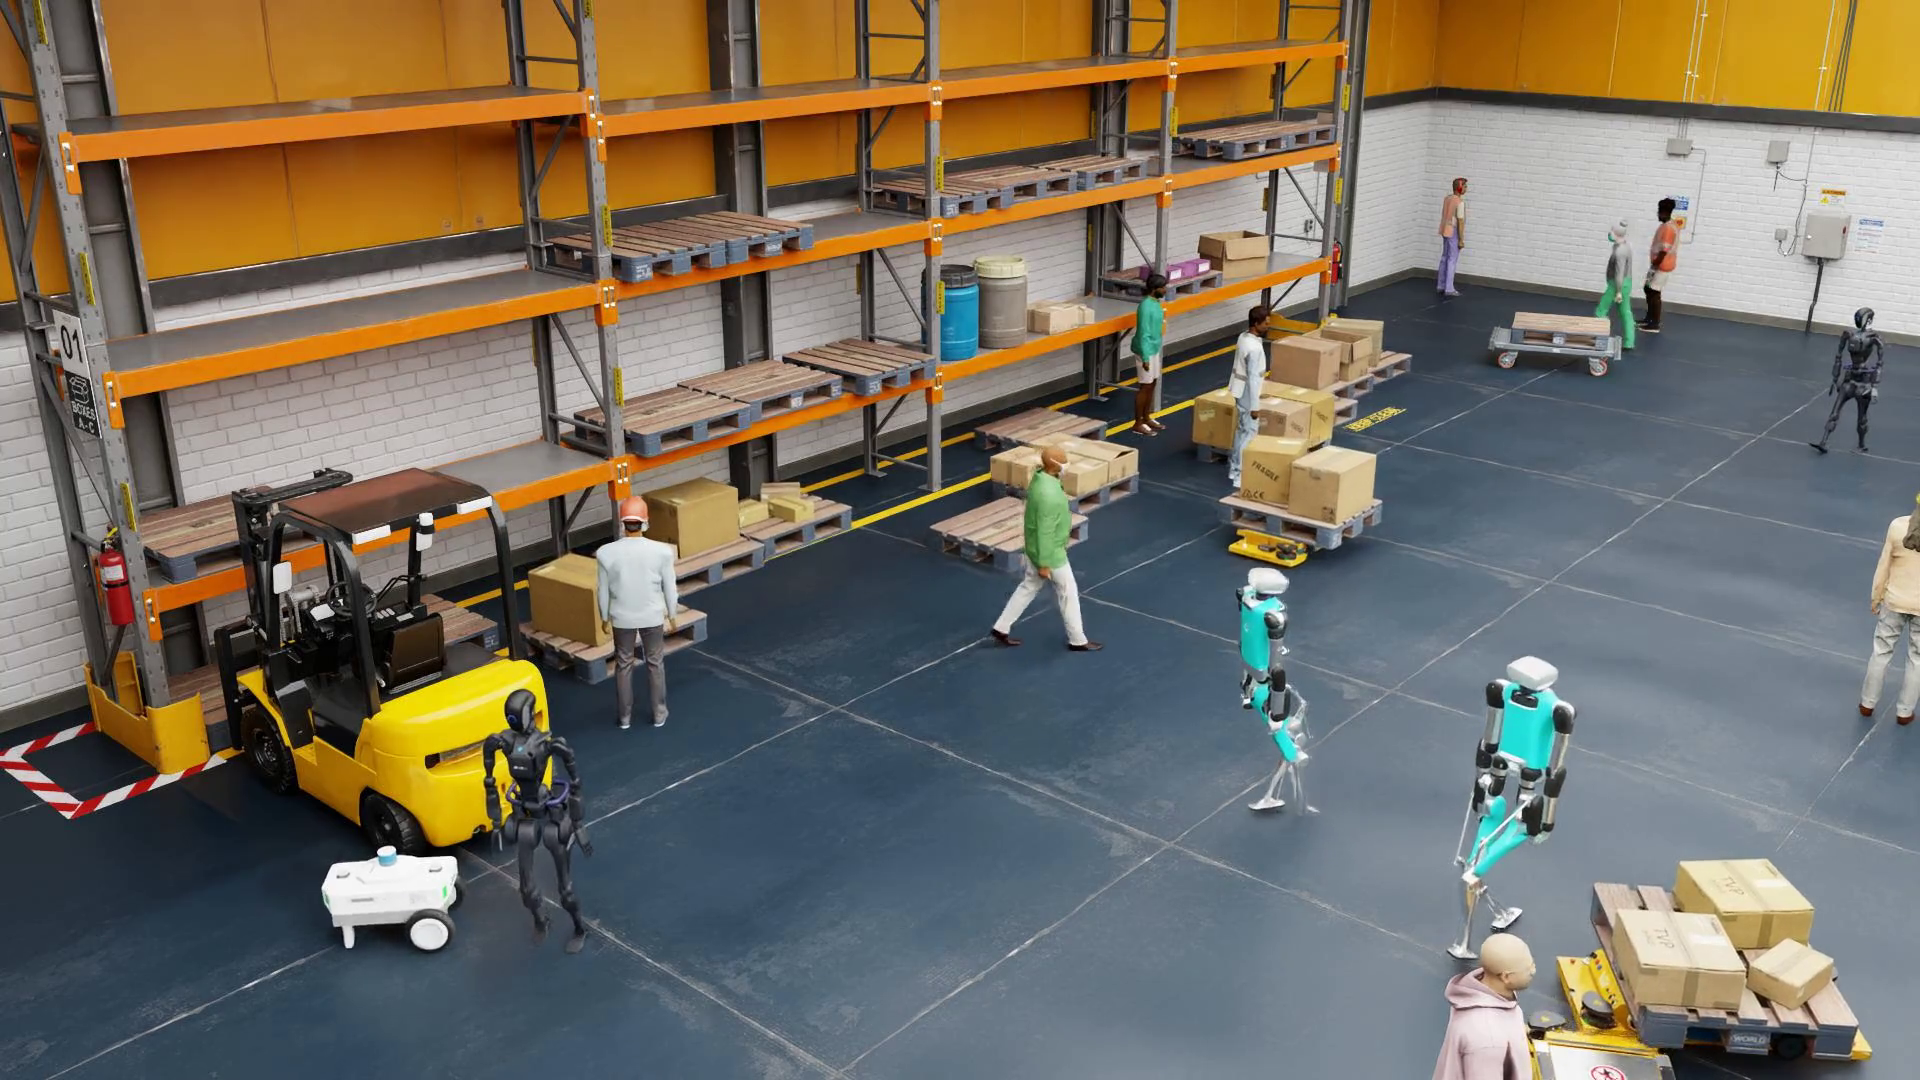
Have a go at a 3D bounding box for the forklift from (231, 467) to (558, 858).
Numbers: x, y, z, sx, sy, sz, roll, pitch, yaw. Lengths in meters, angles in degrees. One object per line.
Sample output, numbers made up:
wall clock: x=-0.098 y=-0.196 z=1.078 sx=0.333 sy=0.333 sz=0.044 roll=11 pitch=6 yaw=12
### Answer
forklift: x=-3.730 y=0.710 z=10.856 sx=2.313 sy=2.155 sz=1.214 roll=17 pitch=26 yaw=38

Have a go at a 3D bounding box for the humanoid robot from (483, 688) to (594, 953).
humanoid robot: x=-2.346 y=1.565 z=9.311 sx=0.599 sy=1.641 sz=0.325 roll=2 pitch=20 yaw=6

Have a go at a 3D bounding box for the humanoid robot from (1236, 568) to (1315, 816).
humanoid robot: x=2.113 y=1.061 z=10.720 sx=0.715 sy=1.905 sz=0.547 roll=-6 pitch=21 yaw=-16

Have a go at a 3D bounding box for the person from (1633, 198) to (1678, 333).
person: x=10.000 y=-3.939 z=23.826 sx=0.464 sy=1.934 sz=0.654 roll=6 pitch=21 yaw=17

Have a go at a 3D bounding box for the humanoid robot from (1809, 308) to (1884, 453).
humanoid robot: x=9.818 y=-1.727 z=18.247 sx=0.741 sy=1.630 sz=0.602 roll=-10 pitch=23 yaw=-26

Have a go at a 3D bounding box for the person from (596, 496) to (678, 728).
person: x=-2.321 y=0.523 z=12.007 sx=0.573 sy=1.740 sz=0.350 roll=-4 pitch=21 yaw=-9

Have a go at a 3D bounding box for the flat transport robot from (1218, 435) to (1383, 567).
flat transport robot: x=3.206 y=-0.077 z=15.760 sx=0.659 sy=0.231 sz=1.431 roll=16 pitch=26 yaw=37

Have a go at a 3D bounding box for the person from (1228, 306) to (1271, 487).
person: x=2.977 y=-1.482 z=17.209 sx=0.394 sy=1.904 sz=0.600 roll=0 pitch=20 yaw=-1

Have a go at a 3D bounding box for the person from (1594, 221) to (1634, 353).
person: x=8.903 y=-3.478 z=22.740 sx=0.893 sy=1.804 sz=0.557 roll=14 pitch=25 yaw=34

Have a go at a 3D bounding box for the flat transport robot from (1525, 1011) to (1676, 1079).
flat transport robot: x=3.124 y=2.799 z=7.968 sx=0.659 sy=0.231 sz=1.431 roll=4 pitch=21 yaw=11

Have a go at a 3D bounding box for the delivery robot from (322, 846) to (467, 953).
delivery robot: x=-3.245 y=2.047 z=9.584 sx=0.761 sy=0.590 sz=0.499 roll=-2 pitch=20 yaw=-7

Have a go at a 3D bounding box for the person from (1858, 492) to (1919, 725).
person: x=6.899 y=0.454 z=12.025 sx=0.564 sy=1.867 sz=0.417 roll=12 pitch=23 yaw=29

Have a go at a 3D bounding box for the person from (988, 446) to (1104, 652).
person: x=0.669 y=0.073 z=13.230 sx=0.914 sy=1.746 sz=0.538 roll=-3 pitch=20 yaw=-7

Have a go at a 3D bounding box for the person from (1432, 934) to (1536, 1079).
person: x=2.126 y=2.399 z=6.862 sx=0.398 sy=1.782 sz=0.535 roll=5 pitch=21 yaw=13

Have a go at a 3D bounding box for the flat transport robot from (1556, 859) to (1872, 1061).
flat transport robot: x=4.002 y=2.458 z=8.892 sx=1.431 sy=0.231 sz=0.659 roll=2 pitch=20 yaw=7

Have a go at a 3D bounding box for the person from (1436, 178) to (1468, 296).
person: x=7.761 y=-4.780 z=26.224 sx=0.380 sy=1.844 sz=0.568 roll=-4 pitch=21 yaw=-11

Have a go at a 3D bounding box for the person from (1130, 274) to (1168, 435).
person: x=2.153 y=-2.136 z=19.069 sx=0.415 sy=1.842 sz=0.505 roll=9 pitch=22 yaw=23

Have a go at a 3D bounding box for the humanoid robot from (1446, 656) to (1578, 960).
humanoid robot: x=2.934 y=1.570 z=9.258 sx=1.010 sy=1.782 sz=0.531 roll=-16 pitch=26 yaw=-37
